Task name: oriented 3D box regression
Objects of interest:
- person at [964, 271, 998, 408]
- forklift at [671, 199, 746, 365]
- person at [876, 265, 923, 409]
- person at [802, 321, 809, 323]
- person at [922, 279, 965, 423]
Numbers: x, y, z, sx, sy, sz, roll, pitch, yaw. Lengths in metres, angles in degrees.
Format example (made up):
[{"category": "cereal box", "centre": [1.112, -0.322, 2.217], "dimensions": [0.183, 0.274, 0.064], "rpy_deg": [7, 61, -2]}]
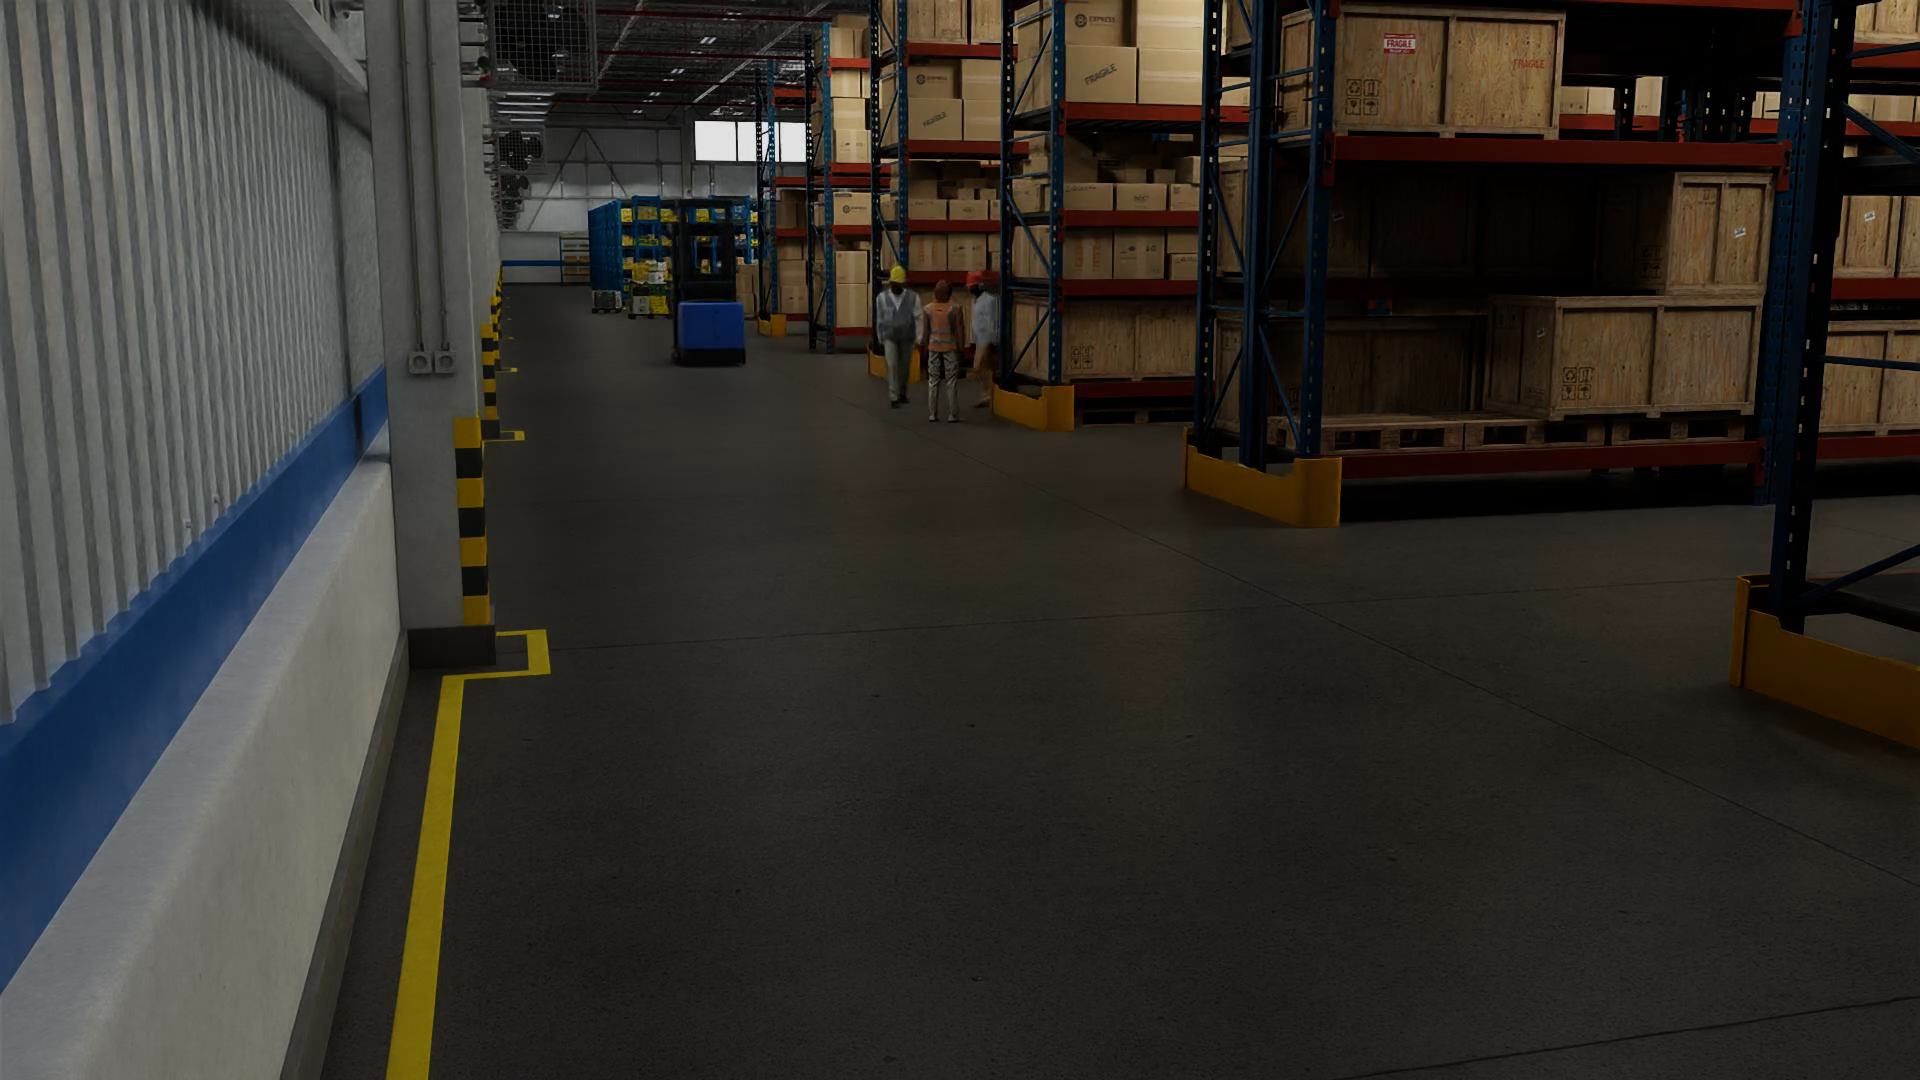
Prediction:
[{"category": "person", "centre": [0.251, -2.493, 20.779], "dimensions": [0.418, 1.719, 0.580], "rpy_deg": [-3, 10, -16]}, {"category": "forklift", "centre": [-4.346, -4.445, 28.541], "dimensions": [1.129, 2.768, 1.873], "rpy_deg": [-3, 10, -15]}, {"category": "person", "centre": [-0.768, -2.580, 21.066], "dimensions": [0.595, 1.800, 0.847], "rpy_deg": [0, 10, -3]}, {"category": "person", "centre": [-4.125, -6.650, 44.395], "dimensions": [0.501, 1.689, 0.916], "rpy_deg": [2, 10, 14]}, {"category": "person", "centre": [-0.184, -2.169, 19.154], "dimensions": [0.523, 1.645, 0.306], "rpy_deg": [4, 11, 22]}]
